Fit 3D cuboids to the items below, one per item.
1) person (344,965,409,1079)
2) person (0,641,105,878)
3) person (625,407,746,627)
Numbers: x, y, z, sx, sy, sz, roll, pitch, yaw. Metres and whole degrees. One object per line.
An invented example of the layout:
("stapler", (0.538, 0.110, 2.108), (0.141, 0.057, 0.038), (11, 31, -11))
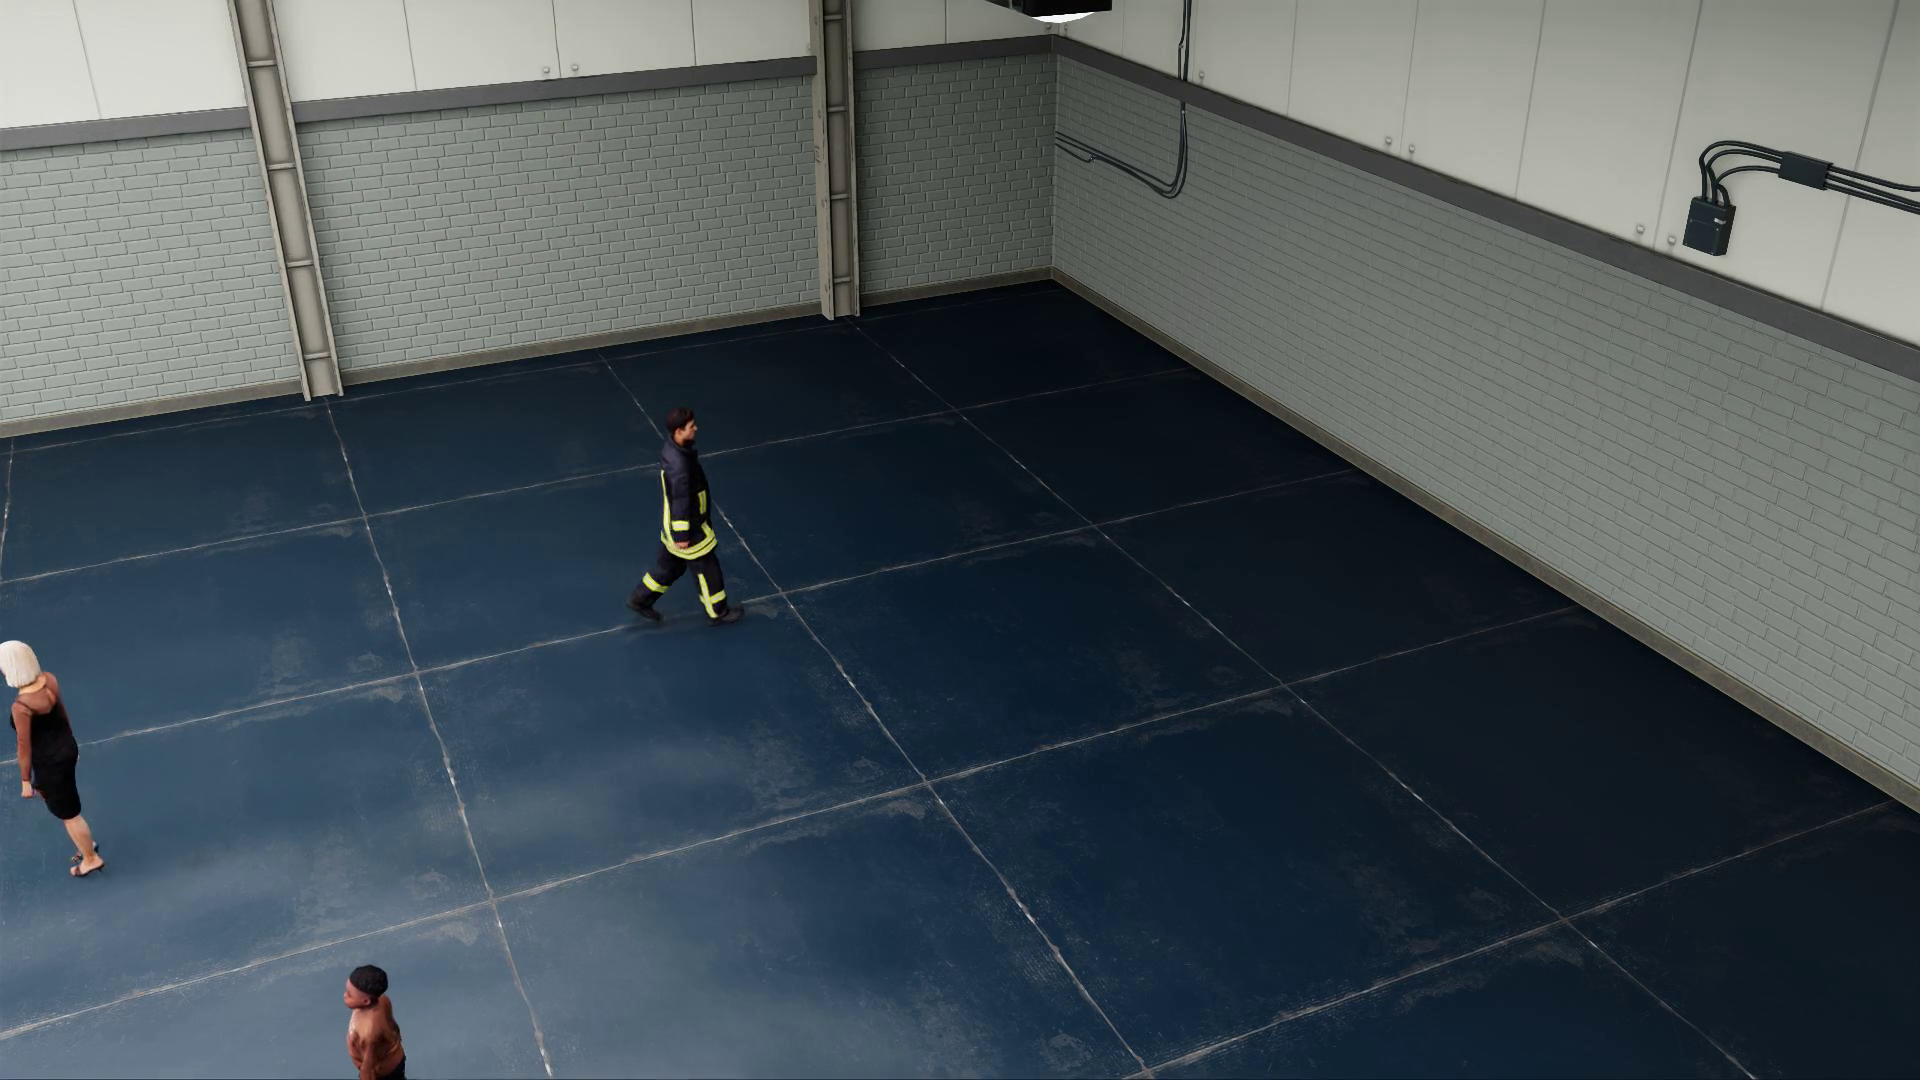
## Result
("person", (-2.845, 2.653, 8.408), (0.906, 1.226, 0.639), (-6, 28, -11))
("person", (-5.549, 1.377, 10.326), (0.716, 1.739, 0.709), (-1, 27, -1))
("person", (-2.257, -0.144, 13.104), (1.268, 1.899, 0.970), (-5, 28, -11))
